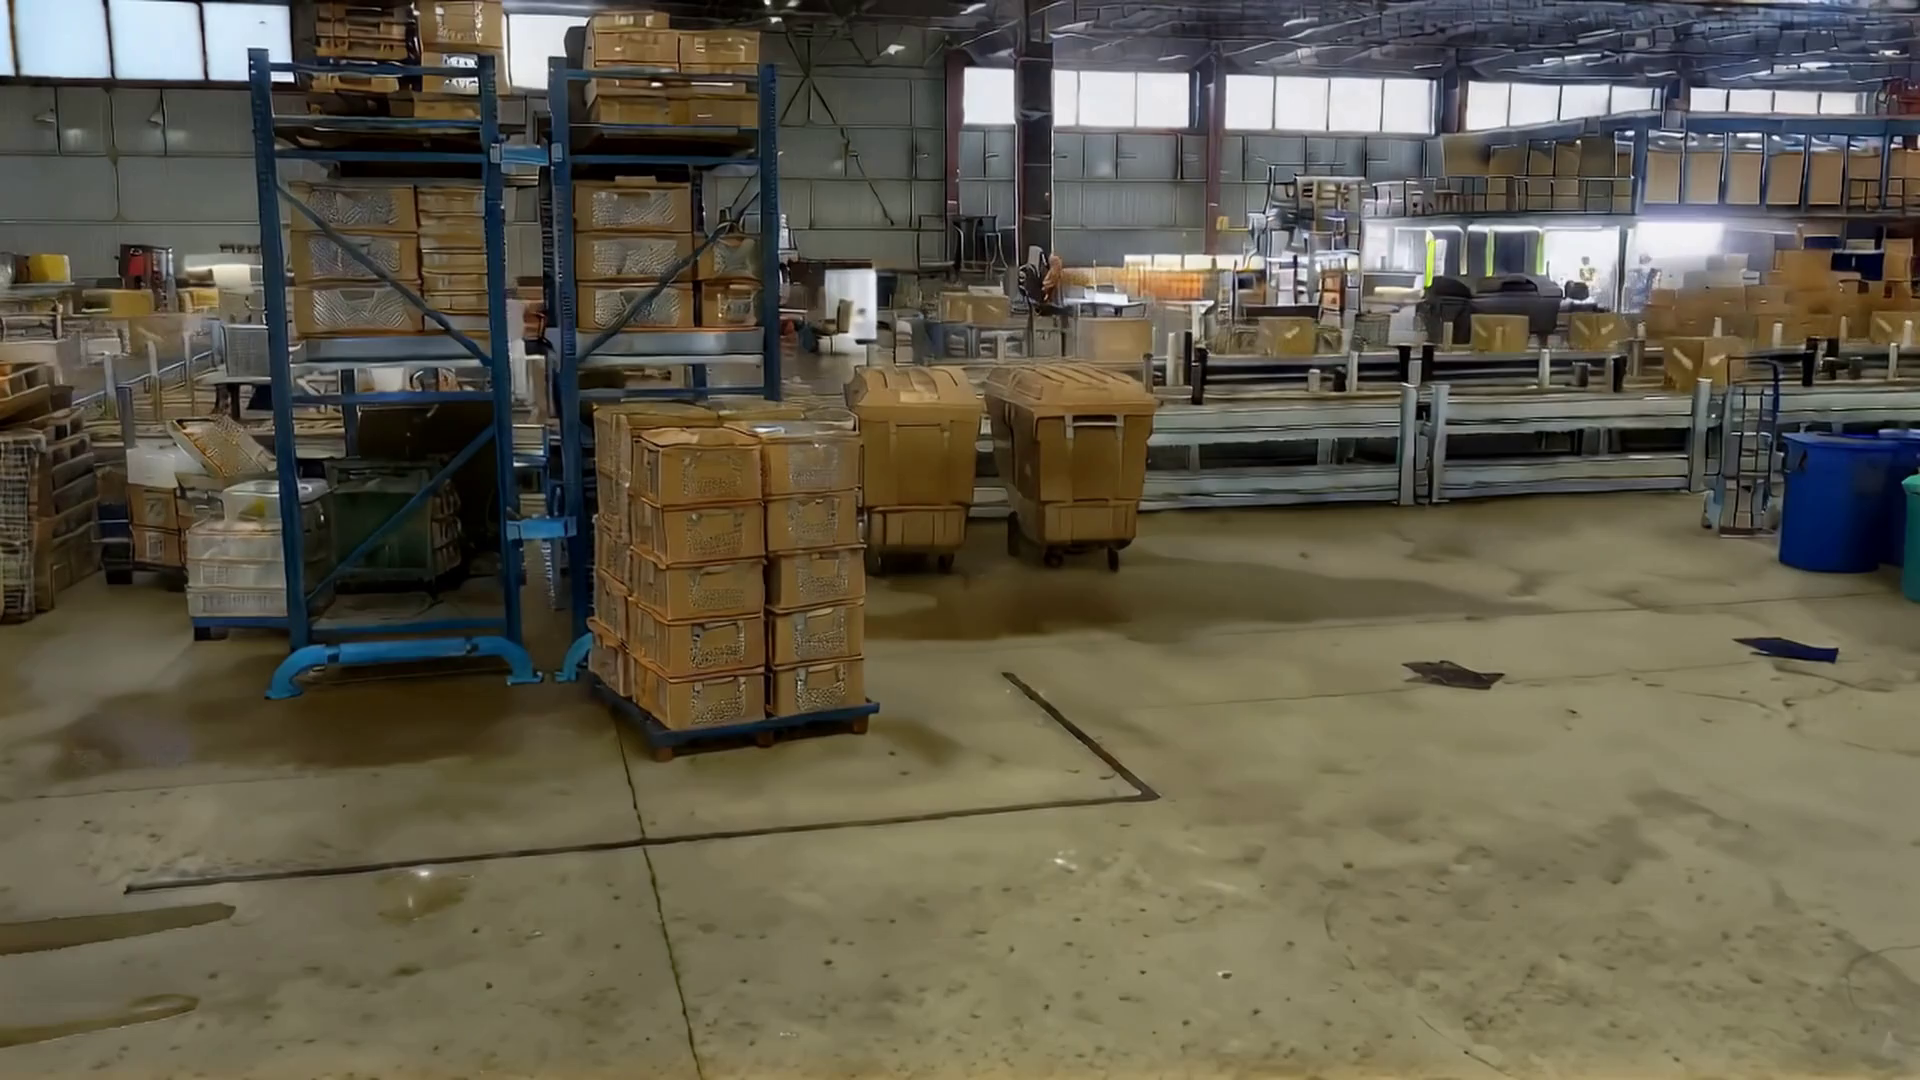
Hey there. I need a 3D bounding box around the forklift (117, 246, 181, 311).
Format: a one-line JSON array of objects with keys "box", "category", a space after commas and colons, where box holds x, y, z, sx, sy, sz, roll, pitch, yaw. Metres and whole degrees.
[{"box": [-19.966, -6.232, 40.894, 1.157, 1.987, 2.680, -3, 10, -15], "category": "forklift"}]

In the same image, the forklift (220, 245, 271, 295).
[{"box": [-17.749, -6.334, 41.440, 1.157, 1.987, 2.680, -3, 10, -17], "category": "forklift"}]

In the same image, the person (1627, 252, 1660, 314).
[{"box": [14.442, -5.080, 35.223, 0.619, 2.013, 0.952, 3, 10, 17], "category": "person"}]

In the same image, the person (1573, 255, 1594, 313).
[{"box": [17.905, -7.241, 47.829, 0.596, 1.861, 0.678, -3, 10, -15], "category": "person"}]

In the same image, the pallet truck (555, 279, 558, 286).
[{"box": [-10.604, -6.375, 44.520, 0.653, 1.274, 1.630, -3, 10, -15], "category": "pallet truck"}]

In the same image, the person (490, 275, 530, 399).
[{"box": [-6.351, -2.842, 23.283, 0.526, 1.740, 0.769, -9, 14, -43], "category": "person"}]
